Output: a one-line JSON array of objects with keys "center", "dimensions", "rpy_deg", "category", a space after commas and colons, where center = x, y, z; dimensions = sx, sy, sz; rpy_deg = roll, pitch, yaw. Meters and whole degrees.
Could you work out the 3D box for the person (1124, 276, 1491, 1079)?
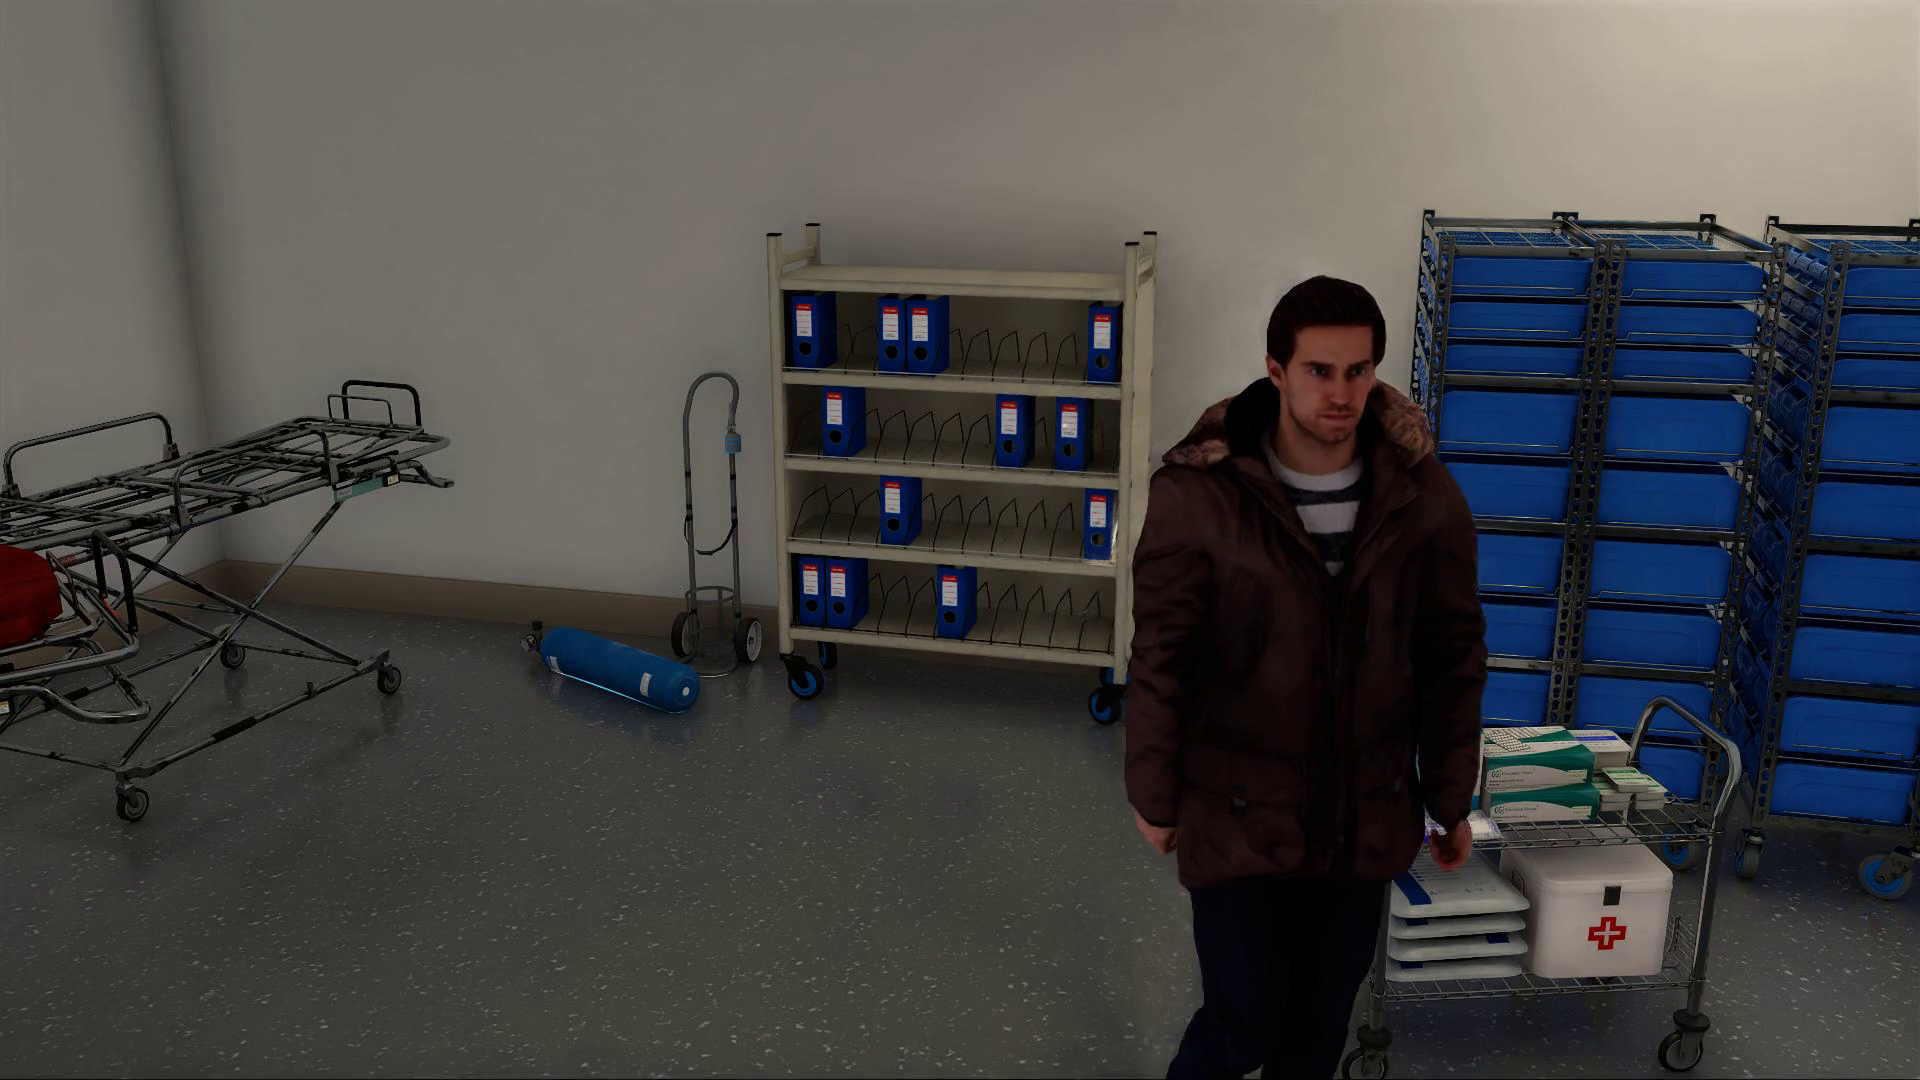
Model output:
[{"center": [0.582, 0.433, 3.007], "dimensions": [0.860, 1.833, 0.837], "rpy_deg": [-3, 16, -10], "category": "person"}]
